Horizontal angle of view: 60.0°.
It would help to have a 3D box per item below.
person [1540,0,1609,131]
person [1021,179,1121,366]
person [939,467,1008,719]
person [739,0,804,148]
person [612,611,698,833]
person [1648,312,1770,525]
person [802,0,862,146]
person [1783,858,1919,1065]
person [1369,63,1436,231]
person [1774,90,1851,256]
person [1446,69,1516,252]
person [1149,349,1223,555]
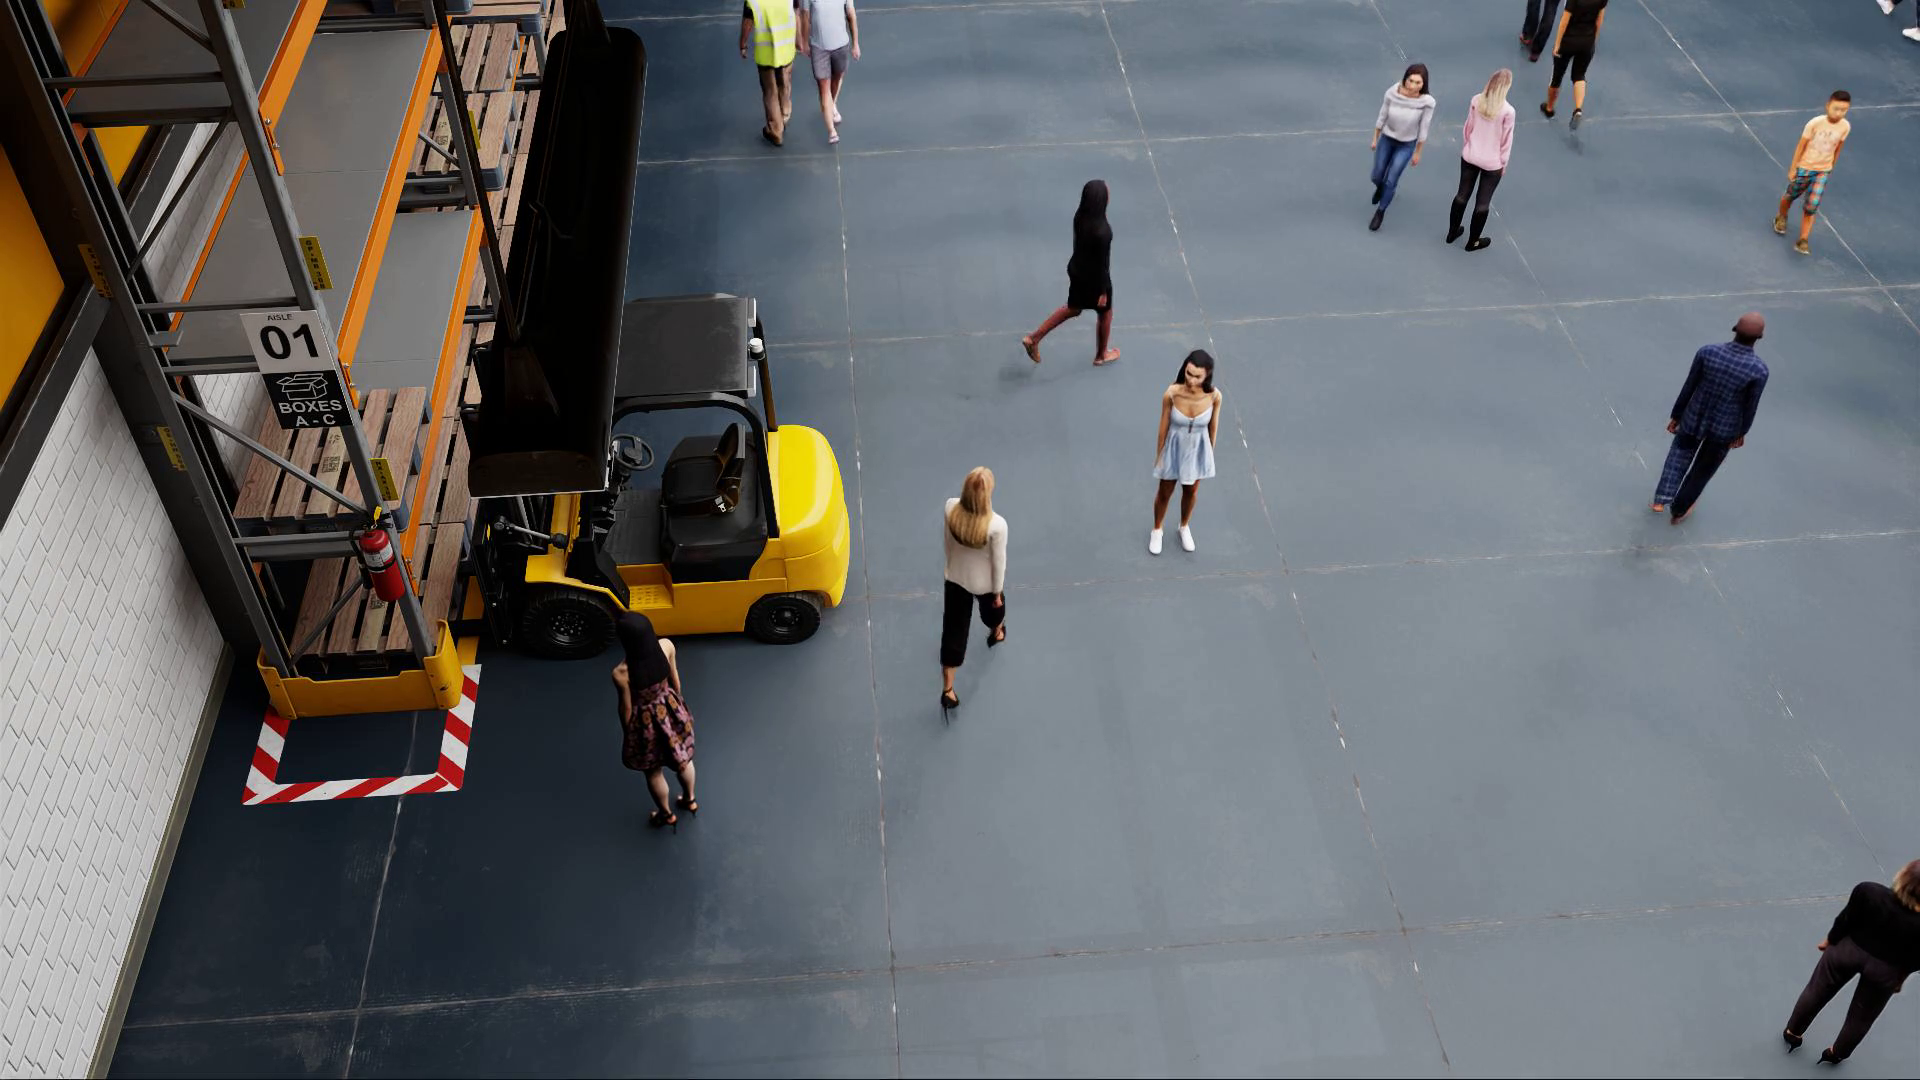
[{"bbox_3d":[5.905,-4.700,15.861,0.608,1.651,0.921,-2,44,-2],"label":"person"},{"bbox_3d":[0.915,-2.023,13.020,0.960,1.694,1.090,-16,46,-16],"label":"person"},{"bbox_3d":[0.034,0.335,10.456,0.991,1.816,1.240,17,46,17],"label":"person"},{"bbox_3d":[-1.720,-4.541,15.571,0.915,1.822,1.036,-20,47,-19],"label":"person"},{"bbox_3d":[-1.783,1.059,9.729,0.800,1.771,0.850,-33,53,-30],"label":"person"},{"bbox_3d":[5.235,-0.785,11.637,0.821,1.808,0.878,28,50,26],"label":"person"},{"bbox_3d":[-1.258,-4.749,15.812,0.846,1.790,1.195,-12,45,-12],"label":"person"},{"bbox_3d":[4.670,2.203,8.604,0.668,1.666,0.730,30,51,28],"label":"person"},{"bbox_3d":[3.871,-3.500,14.630,0.817,1.611,0.878,24,49,23],"label":"person"},{"bbox_3d":[7.422,-3.279,14.531,0.716,1.429,1.024,8,44,8],"label":"person"},{"bbox_3d":[4.508,-3.284,14.348,0.747,1.688,0.662,-32,52,-29],"label":"person"},{"bbox_3d":[1.561,-0.618,11.519,0.594,1.730,0.532,-2,44,-2],"label":"person"}]
